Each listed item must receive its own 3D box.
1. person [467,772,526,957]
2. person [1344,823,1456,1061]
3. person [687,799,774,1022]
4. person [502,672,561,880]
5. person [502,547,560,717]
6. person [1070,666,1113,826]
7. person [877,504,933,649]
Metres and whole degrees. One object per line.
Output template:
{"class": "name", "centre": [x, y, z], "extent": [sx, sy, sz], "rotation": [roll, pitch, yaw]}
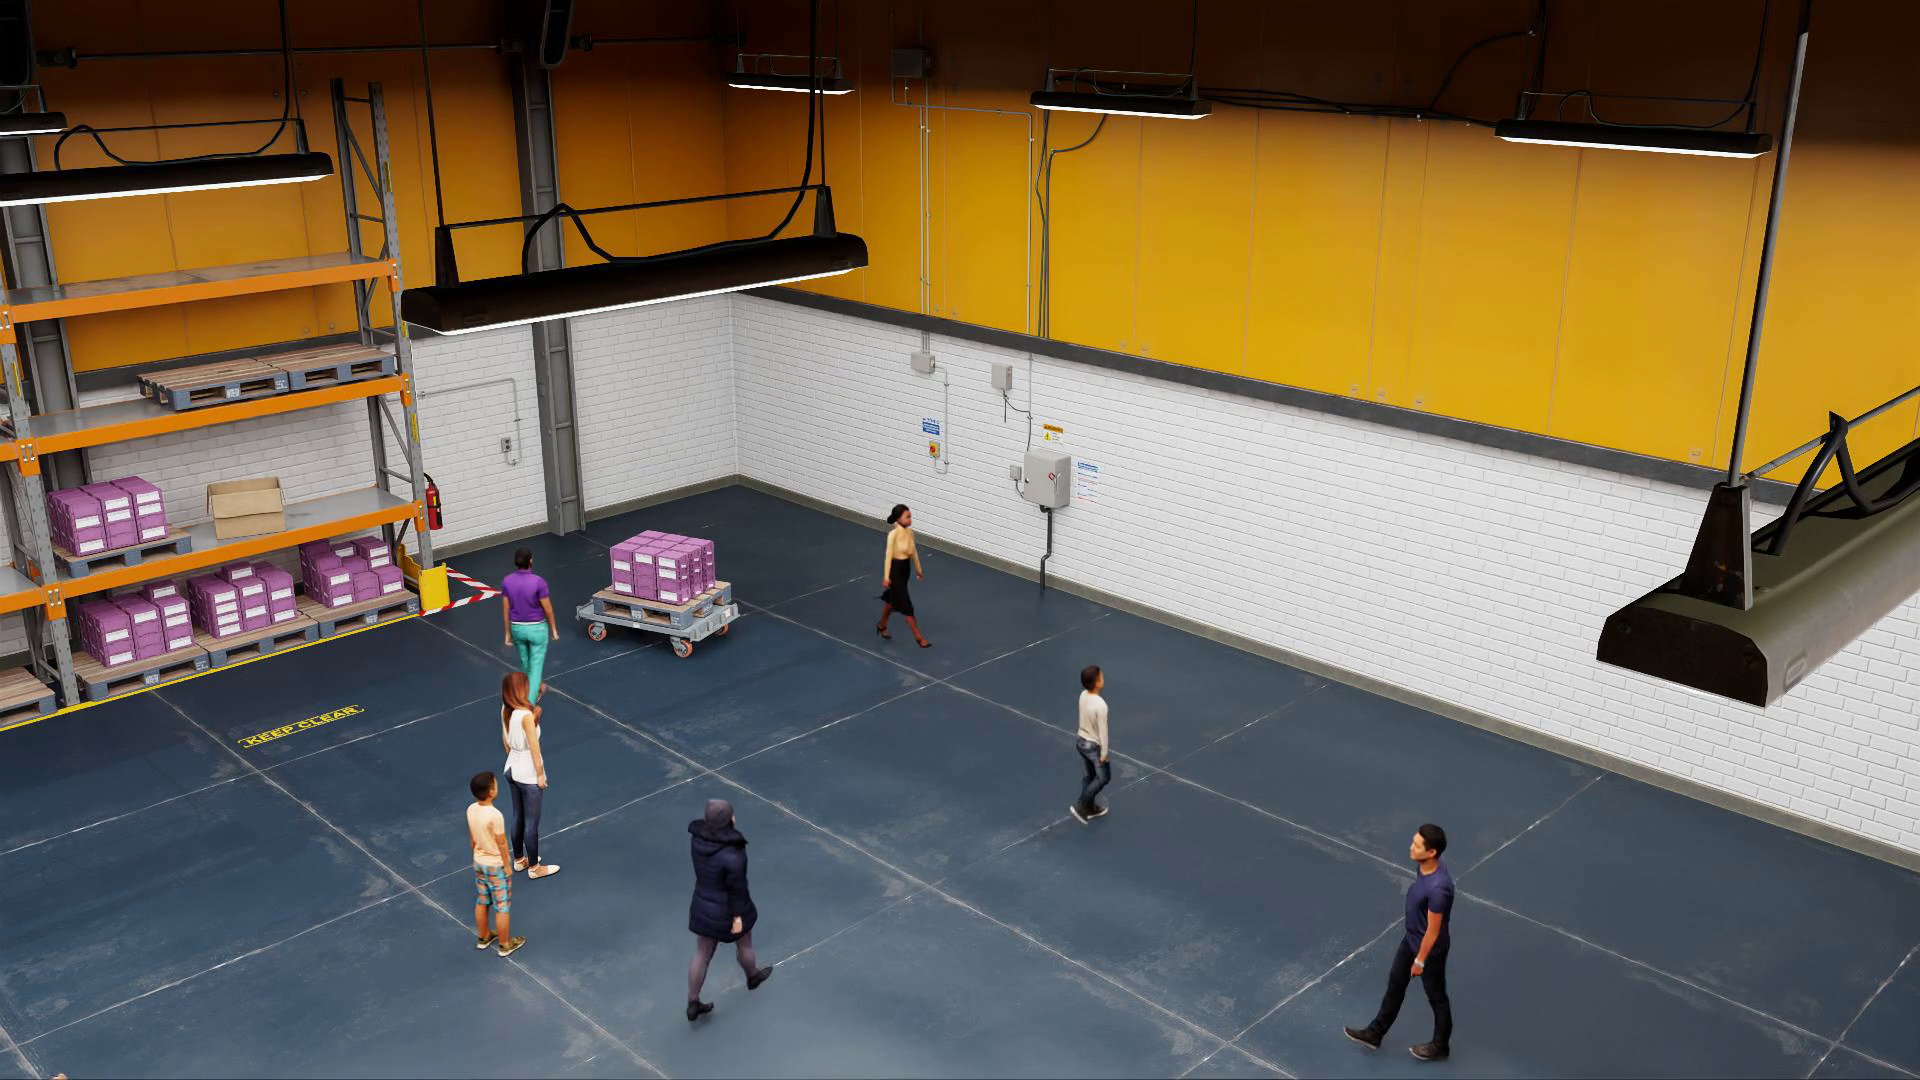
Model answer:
{"class": "person", "centre": [-3.533, 2.432, 12.526], "extent": [0.551, 1.458, 0.544], "rotation": [11, 22, 30]}
{"class": "person", "centre": [3.220, 2.723, 11.171], "extent": [1.067, 1.770, 0.999], "rotation": [-1, 19, -2]}
{"class": "person", "centre": [-1.747, 2.617, 11.697], "extent": [0.766, 1.635, 1.089], "rotation": [14, 23, 35]}
{"class": "person", "centre": [-3.566, 1.907, 13.571], "extent": [0.593, 1.784, 0.507], "rotation": [18, 25, 42]}
{"class": "person", "centre": [-4.290, 0.944, 16.499], "extent": [1.017, 1.741, 1.134], "rotation": [2, 19, 6]}
{"class": "person", "centre": [1.095, 1.797, 14.418], "extent": [0.759, 1.452, 0.626], "rotation": [-12, 22, -32]}
{"class": "person", "centre": [-0.729, 0.401, 18.316], "extent": [0.806, 1.610, 1.005], "rotation": [11, 22, 30]}
